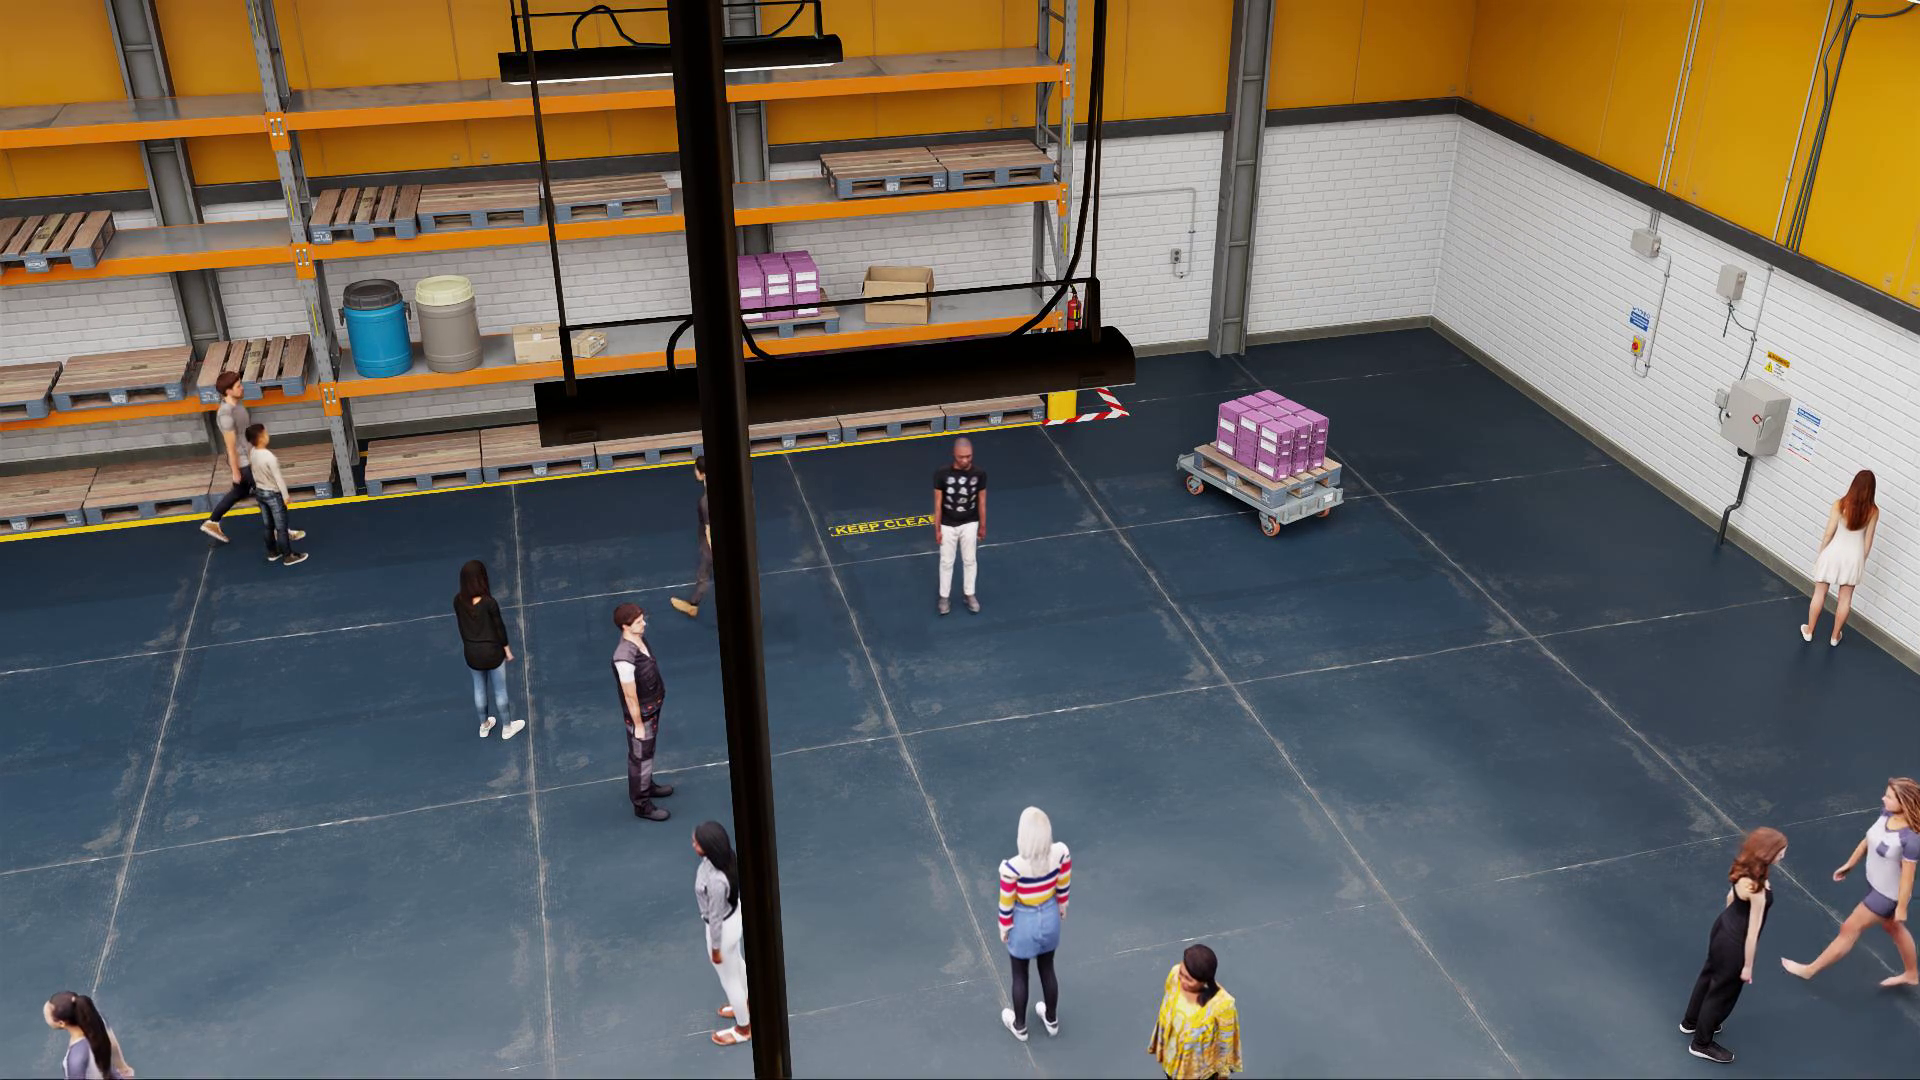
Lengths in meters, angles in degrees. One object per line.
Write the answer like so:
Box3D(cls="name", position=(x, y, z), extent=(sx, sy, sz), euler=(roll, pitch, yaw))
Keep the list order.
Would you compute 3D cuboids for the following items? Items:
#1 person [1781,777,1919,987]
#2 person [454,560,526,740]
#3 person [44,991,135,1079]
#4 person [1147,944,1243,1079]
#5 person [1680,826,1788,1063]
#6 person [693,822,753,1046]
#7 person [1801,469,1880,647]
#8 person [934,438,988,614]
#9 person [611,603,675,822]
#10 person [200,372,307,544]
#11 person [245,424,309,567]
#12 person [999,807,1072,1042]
Box3D(cls="person", position=(6.210, 2.330, 10.985), extent=(1.212, 1.661, 0.938), euler=(5, 29, 9))
Box3D(cls="person", position=(-3.895, 0.895, 13.629), extent=(0.589, 1.647, 0.700), euler=(6, 29, 10))
Box3D(cls="person", position=(-4.765, 3.186, 9.459), extent=(0.961, 1.620, 0.650), euler=(-5, 29, -8))
Box3D(cls="person", position=(1.423, 3.003, 9.769), extent=(0.903, 1.643, 0.861), euler=(-24, 37, -37))
Box3D(cls="person", position=(4.893, 2.528, 10.534), extent=(0.636, 1.744, 0.654), euler=(4, 29, 7))
Box3D(cls="person", position=(-1.503, 2.489, 10.634), extent=(0.610, 1.718, 0.634), euler=(0, 29, 0))
Box3D(cls="person", position=(7.922, 0.148, 14.932), extent=(0.625, 1.711, 0.706), euler=(11, 30, 19))
Box3D(cls="person", position=(-0.010, -0.151, 15.390), extent=(0.566, 1.797, 0.739), euler=(-3, 29, -5))
Box3D(cls="person", position=(-2.453, 1.283, 12.707), extent=(0.649, 1.849, 0.706), euler=(-1, 29, -2))
Box3D(cls="person", position=(-7.191, -0.768, 16.463), extent=(1.200, 1.852, 0.662), euler=(-6, 29, -12))
Box3D(cls="person", position=(-6.758, -0.450, 16.287), extent=(0.626, 1.463, 0.682), euler=(16, 33, 27))
Box3D(cls="person", position=(0.482, 2.451, 10.607), extent=(0.507, 1.809, 0.739), euler=(-10, 30, -18))
